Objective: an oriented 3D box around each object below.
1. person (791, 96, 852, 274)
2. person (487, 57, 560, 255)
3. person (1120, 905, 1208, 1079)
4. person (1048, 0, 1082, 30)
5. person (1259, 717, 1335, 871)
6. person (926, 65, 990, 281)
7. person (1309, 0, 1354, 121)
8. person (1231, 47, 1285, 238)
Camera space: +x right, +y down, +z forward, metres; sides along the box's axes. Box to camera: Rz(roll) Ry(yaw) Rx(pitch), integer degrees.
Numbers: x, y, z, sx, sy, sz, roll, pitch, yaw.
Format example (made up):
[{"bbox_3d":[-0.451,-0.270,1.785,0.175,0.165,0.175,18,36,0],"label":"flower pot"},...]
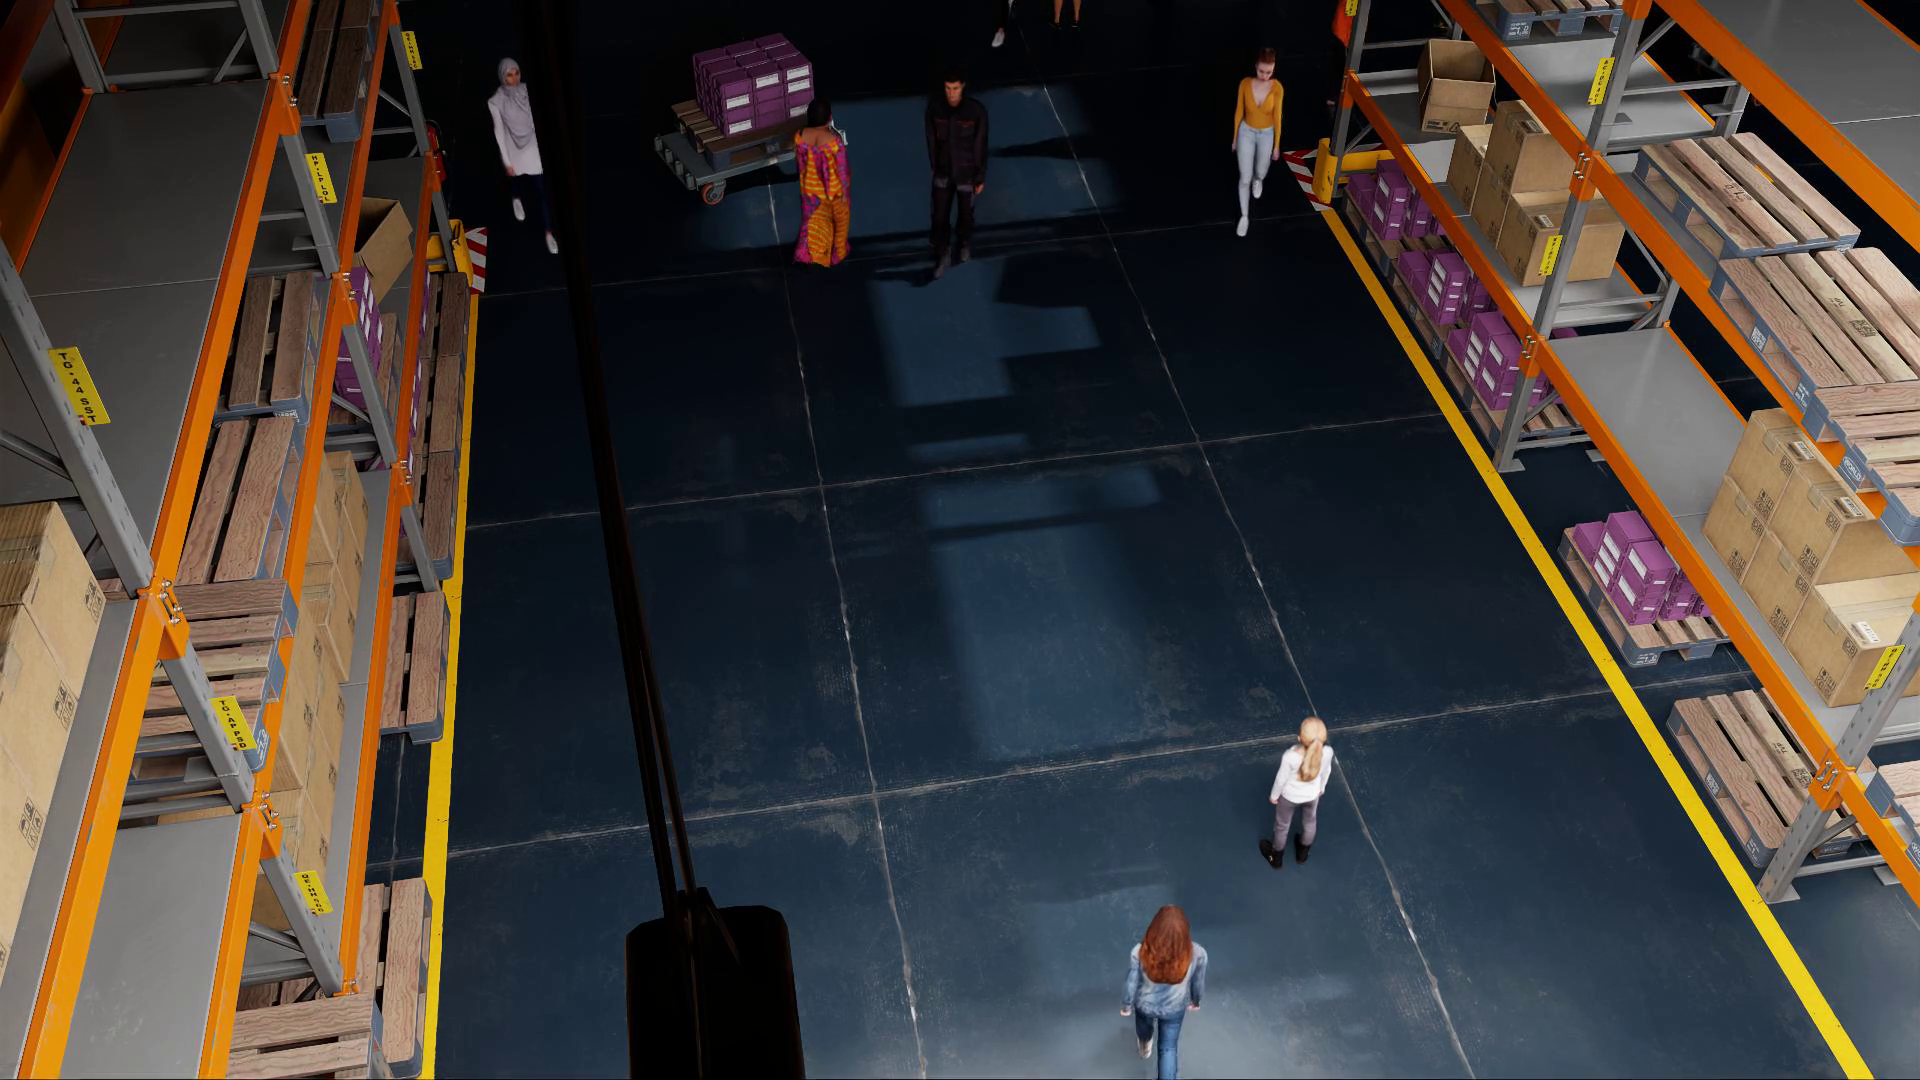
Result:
[{"bbox_3d":[-1.201,-3.032,14.308,0.943,1.670,1.079,17,46,17],"label":"person"},{"bbox_3d":[-3.924,-3.466,14.716,0.842,1.736,1.228,-19,47,-19],"label":"person"},{"bbox_3d":[1.045,2.471,8.692,0.734,1.450,1.003,2,44,2],"label":"person"},{"bbox_3d":[1.143,-6.351,17.665,0.608,1.845,0.513,-6,44,-6],"label":"person"},{"bbox_3d":[2.011,1.496,9.839,0.481,1.279,0.483,-7,44,-7],"label":"person"},{"bbox_3d":[-0.003,-3.262,14.369,0.882,1.920,1.011,6,44,6],"label":"person"},{"bbox_3d":[3.856,-4.848,16.167,0.839,1.735,0.927,5,44,5],"label":"person"},{"bbox_3d":[2.661,-3.625,14.882,0.849,1.737,1.086,8,44,9],"label":"person"}]
